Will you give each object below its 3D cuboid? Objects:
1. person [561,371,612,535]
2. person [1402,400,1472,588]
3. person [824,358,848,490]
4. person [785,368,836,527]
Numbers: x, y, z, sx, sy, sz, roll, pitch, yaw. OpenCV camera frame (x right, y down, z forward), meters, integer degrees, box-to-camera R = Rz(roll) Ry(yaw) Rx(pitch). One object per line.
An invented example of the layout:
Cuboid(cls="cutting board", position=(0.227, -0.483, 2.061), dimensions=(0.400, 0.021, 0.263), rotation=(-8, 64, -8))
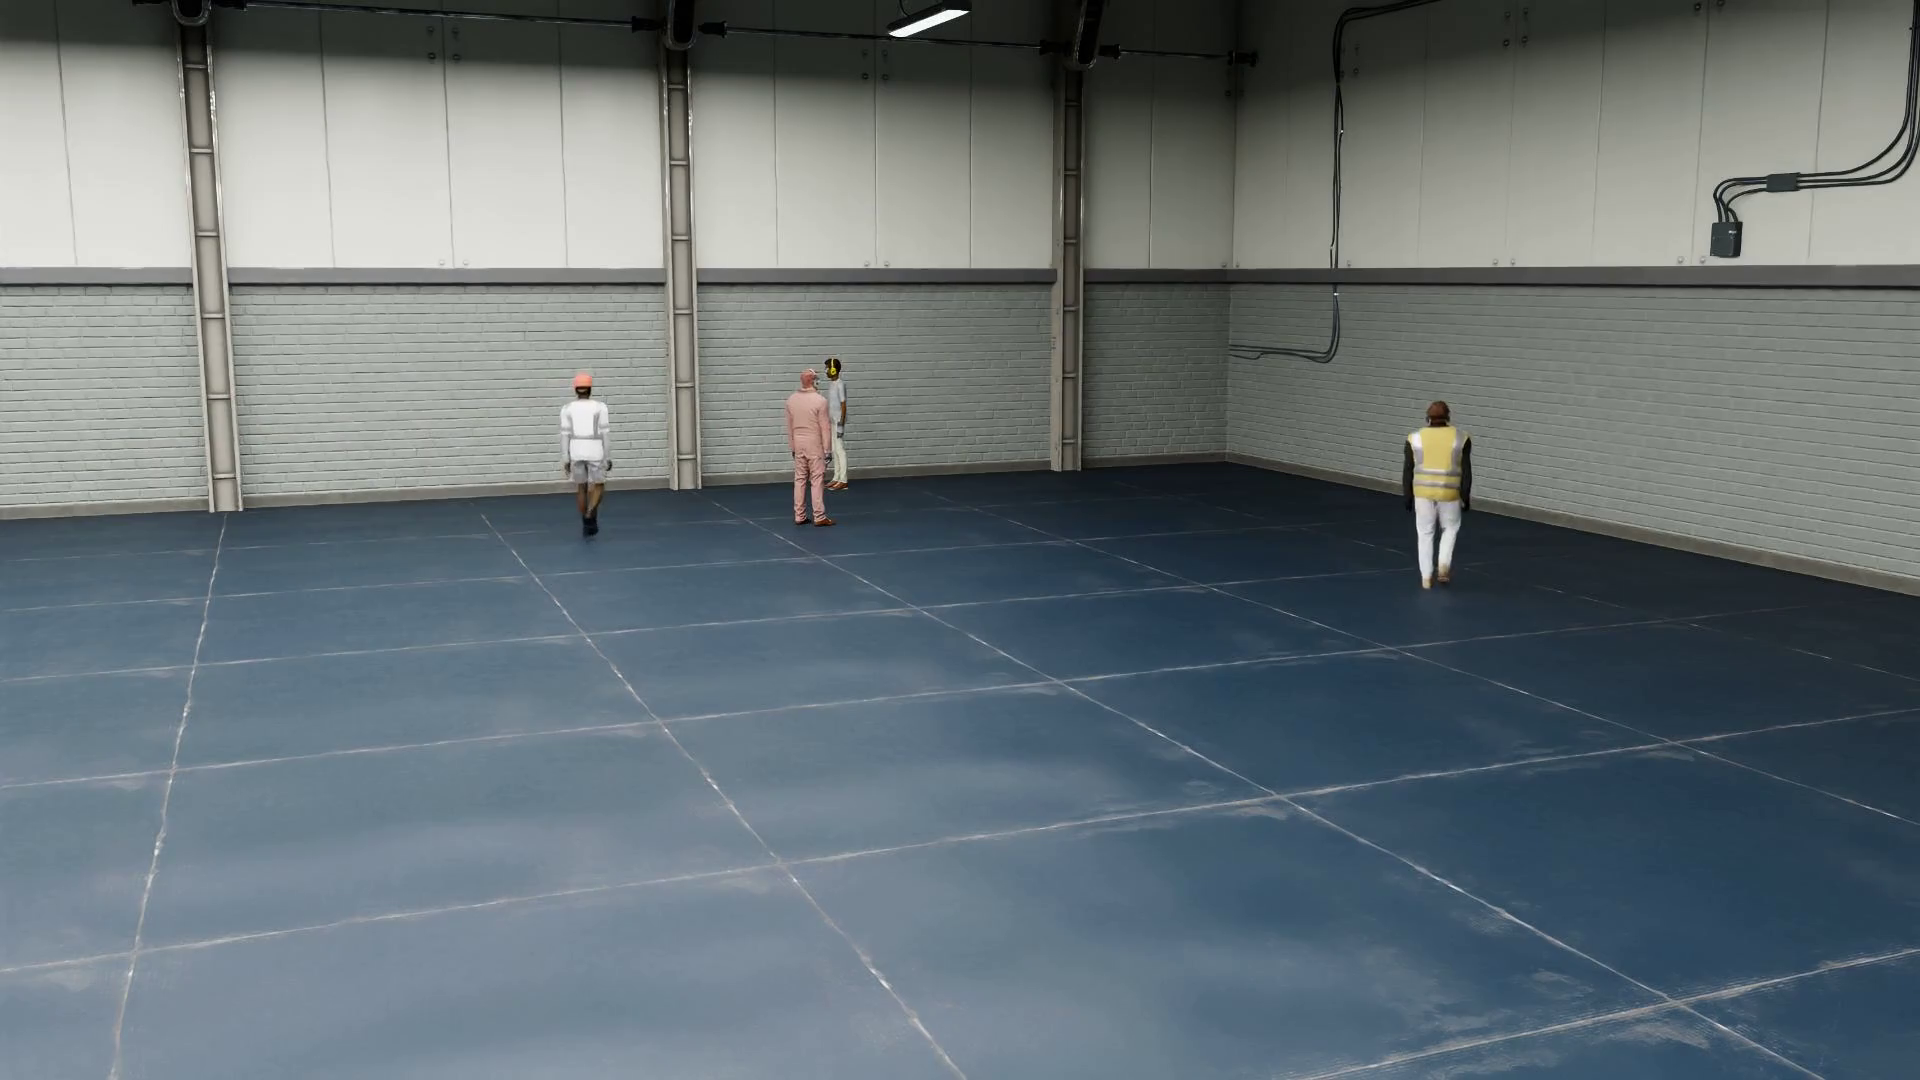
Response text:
Cuboid(cls="person", position=(-4.334, -0.989, 19.293), dimensions=(0.570, 1.924, 0.503), rotation=(0, 9, 1))
Cuboid(cls="person", position=(4.623, -0.440, 16.141), dimensions=(0.656, 1.828, 0.452), rotation=(3, 10, 19))
Cuboid(cls="person", position=(-1.763, -1.639, 23.565), dimensions=(0.331, 1.865, 0.519), rotation=(-3, 10, -20))
Cuboid(cls="person", position=(-1.791, -1.117, 20.135), dimensions=(0.649, 1.912, 0.409), rotation=(6, 11, 35))
